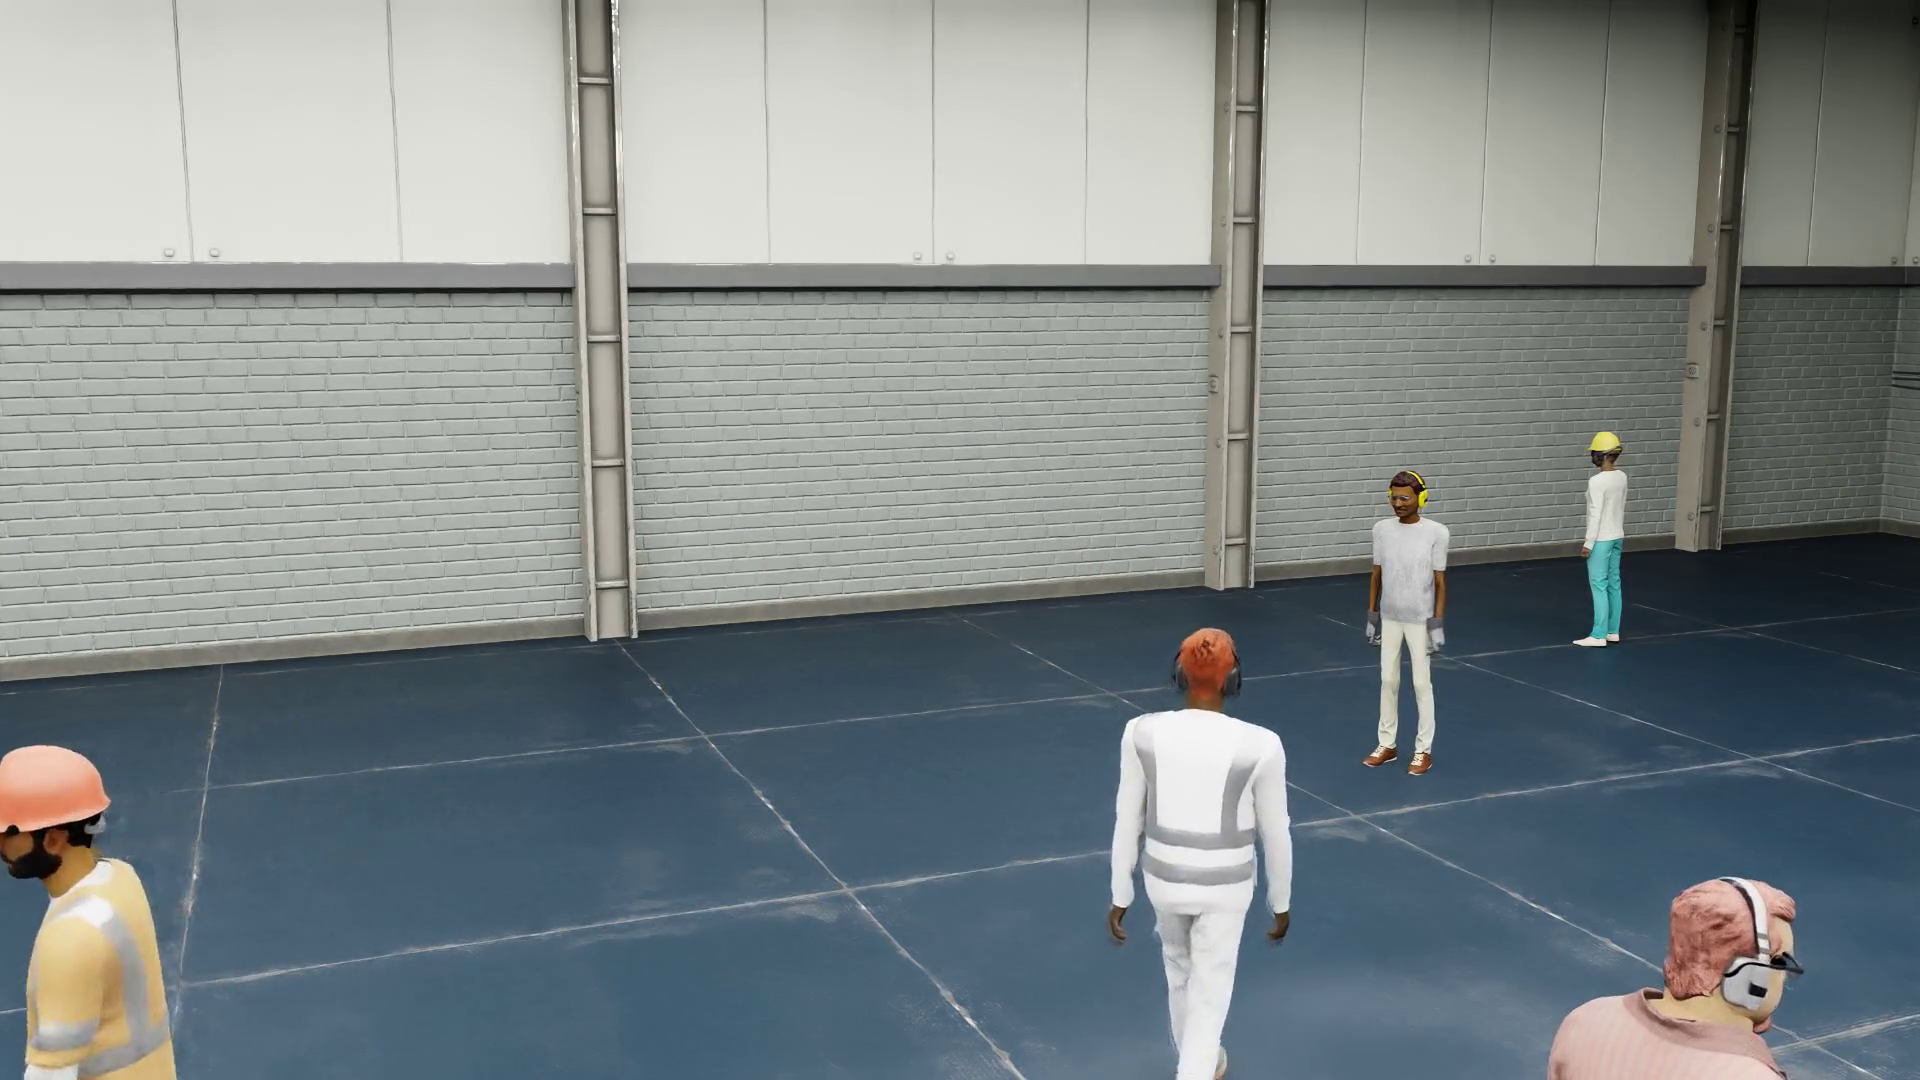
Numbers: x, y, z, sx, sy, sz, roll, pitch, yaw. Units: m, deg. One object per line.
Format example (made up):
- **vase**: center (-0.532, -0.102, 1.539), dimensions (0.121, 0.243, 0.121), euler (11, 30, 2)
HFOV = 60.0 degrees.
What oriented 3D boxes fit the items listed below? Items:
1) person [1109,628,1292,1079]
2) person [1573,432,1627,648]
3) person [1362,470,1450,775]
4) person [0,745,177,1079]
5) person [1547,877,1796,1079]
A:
- **person**: center (0.829, 1.216, 5.757), dimensions (0.599, 1.834, 0.999), euler (4, 10, 24)
- **person**: center (5.237, -0.002, 13.592), dimensions (0.533, 1.767, 0.324), euler (-8, 12, -41)
- **person**: center (2.724, 0.499, 10.163), dimensions (0.512, 1.861, 0.314), euler (7, 11, 36)
- **person**: center (-2.222, 1.442, 4.073), dimensions (0.809, 1.906, 0.565), euler (-4, 10, -23)
- **person**: center (1.442, 1.579, 3.245), dimensions (0.406, 1.902, 0.637), euler (-4, 10, -22)
